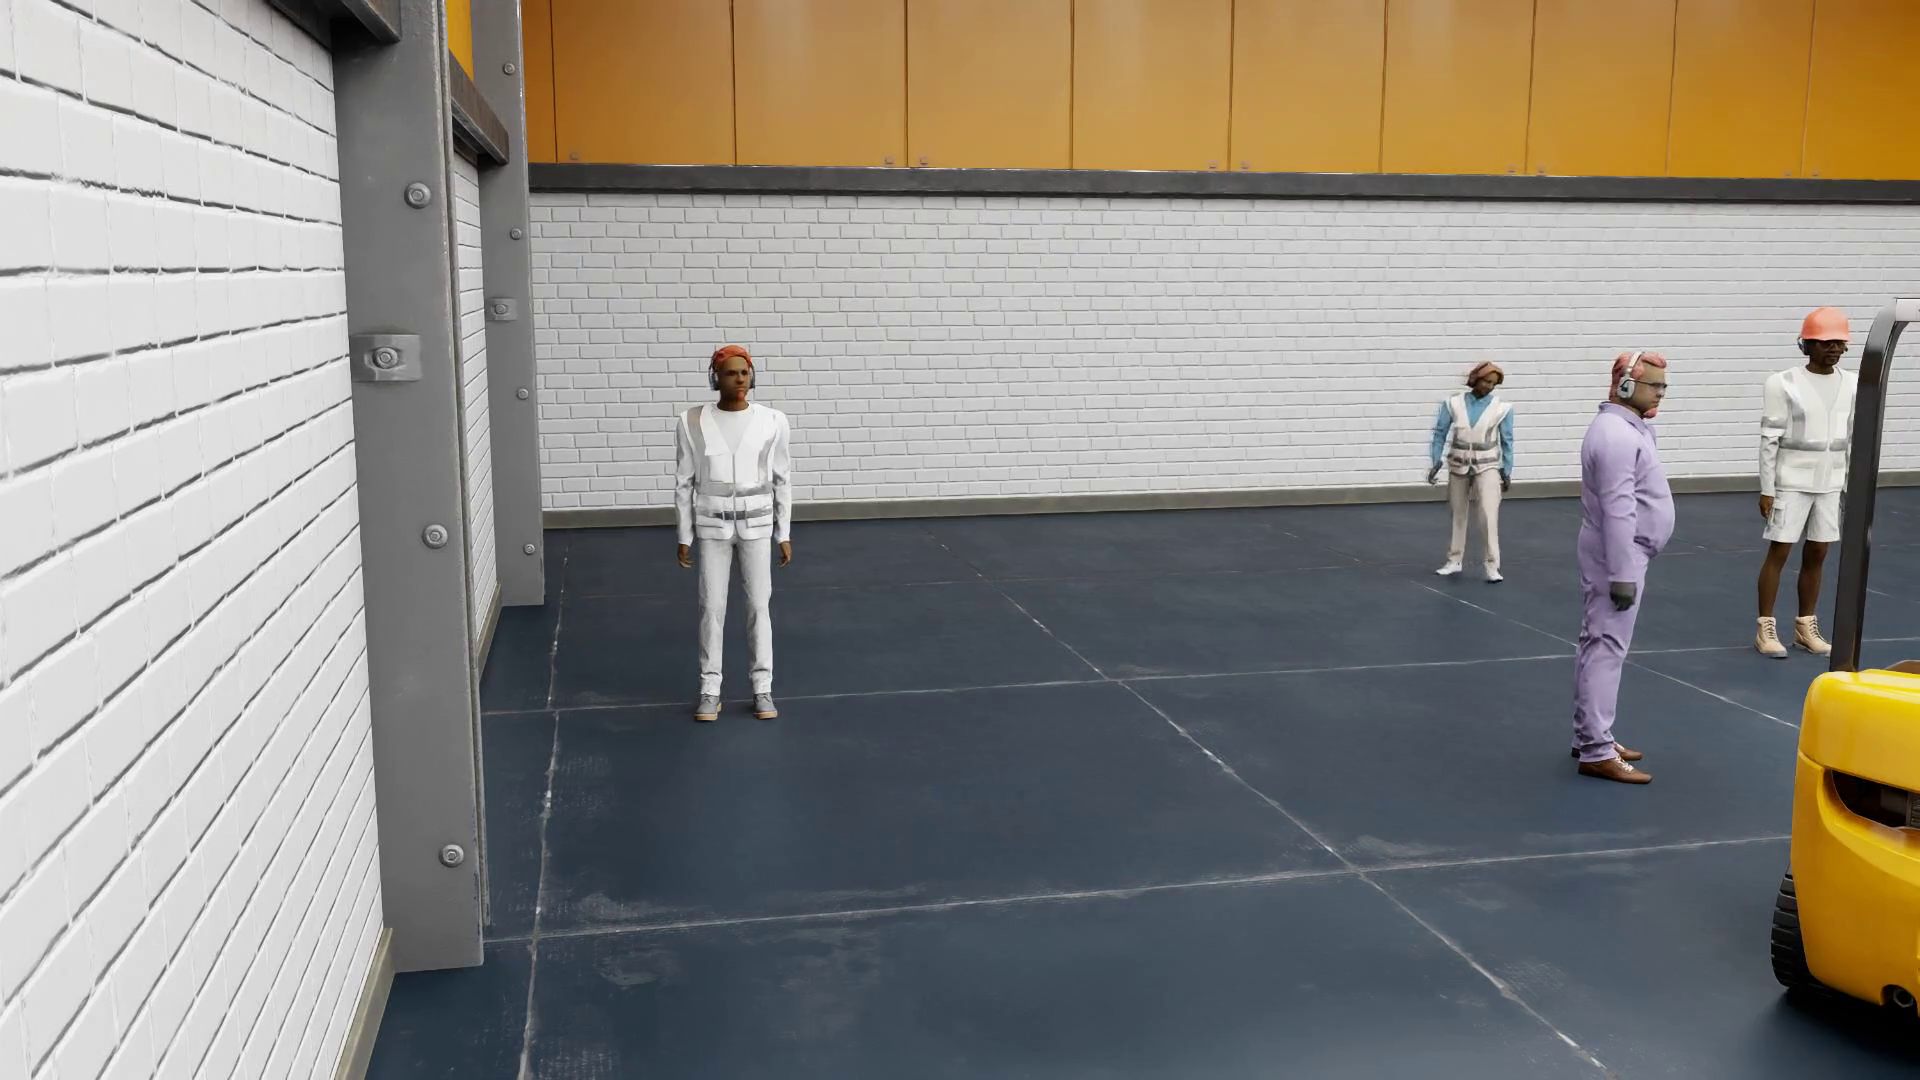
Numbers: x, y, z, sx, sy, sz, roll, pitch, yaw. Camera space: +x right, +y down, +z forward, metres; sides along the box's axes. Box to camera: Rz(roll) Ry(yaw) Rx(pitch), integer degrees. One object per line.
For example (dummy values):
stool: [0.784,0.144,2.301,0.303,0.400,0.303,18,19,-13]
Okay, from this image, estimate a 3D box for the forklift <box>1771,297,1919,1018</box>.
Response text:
forklift: [3.542,0.334,5.177,2.313,2.155,1.214,-9,13,-43]

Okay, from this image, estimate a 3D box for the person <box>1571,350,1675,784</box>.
person: [2.960,0.110,7.430,0.403,1.904,0.637,3,10,18]

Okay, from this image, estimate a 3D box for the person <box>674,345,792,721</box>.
person: [-1.133,-0.030,8.335,0.584,1.884,0.348,-1,9,-8]

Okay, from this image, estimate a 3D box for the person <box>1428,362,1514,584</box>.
person: [3.721,-0.486,12.018,0.604,1.593,0.589,5,11,29]

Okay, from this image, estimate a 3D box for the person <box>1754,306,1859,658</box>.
person: [4.941,-0.324,9.643,0.609,2.043,0.397,-1,9,-5]
